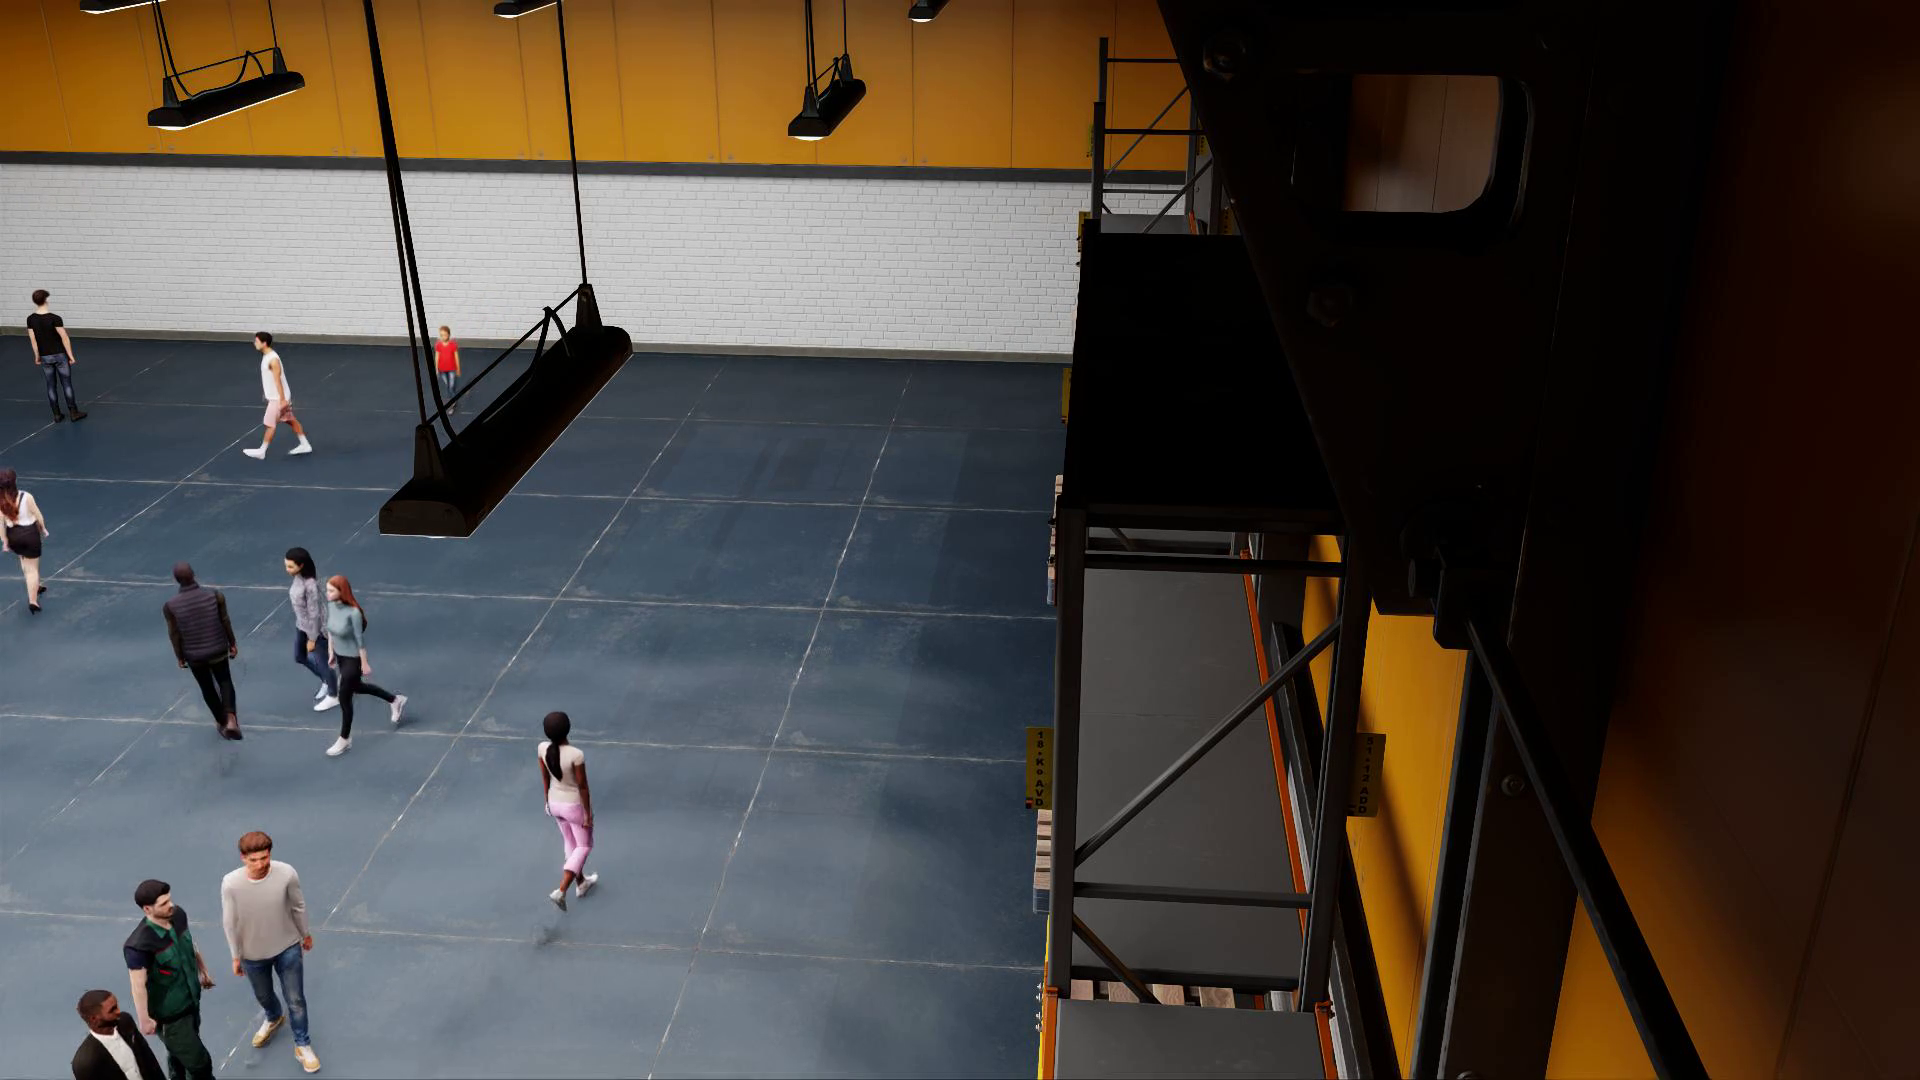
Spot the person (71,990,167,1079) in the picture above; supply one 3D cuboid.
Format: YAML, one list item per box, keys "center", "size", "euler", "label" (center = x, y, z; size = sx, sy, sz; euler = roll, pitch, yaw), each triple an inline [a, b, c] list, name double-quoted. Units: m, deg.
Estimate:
- center: [-5.072, 3.436, 9.955]
  size: [0.769, 1.754, 1.150]
  euler: [0, 24, 1]
  label: "person"

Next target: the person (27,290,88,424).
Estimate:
- center: [-12.878, -2.611, 23.613]
  size: [0.725, 1.895, 0.622]
  euler: [-2, 24, -5]
  label: "person"

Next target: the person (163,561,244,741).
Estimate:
- center: [-6.932, 1.080, 15.272]
  size: [0.976, 1.812, 1.077]
  euler: [-11, 26, -24]
  label: "person"

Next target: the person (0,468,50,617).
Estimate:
- center: [-10.082, 0.044, 17.878]
  size: [0.717, 1.624, 0.940]
  euler: [-5, 24, -11]
  label: "person"

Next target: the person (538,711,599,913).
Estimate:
- center: [-3.091, 2.133, 12.972]
  size: [0.736, 1.725, 0.995]
  euler: [9, 25, 19]
  label: "person"

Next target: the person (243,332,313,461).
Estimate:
- center: [-9.021, -1.924, 22.233]
  size: [1.057, 1.741, 1.133]
  euler: [-11, 26, -23]
  label: "person"

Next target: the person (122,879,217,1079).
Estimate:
- center: [-5.186, 3.005, 10.777]
  size: [0.779, 1.885, 0.753]
  euler: [0, 24, 1]
  label: "person"

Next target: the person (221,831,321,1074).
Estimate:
- center: [-4.747, 2.750, 11.372]
  size: [0.908, 1.876, 1.032]
  euler: [-6, 24, -14]
  label: "person"

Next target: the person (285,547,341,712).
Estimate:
- center: [-6.126, 0.822, 15.982]
  size: [0.801, 1.717, 0.749]
  euler: [-21, 31, -39]
  label: "person"

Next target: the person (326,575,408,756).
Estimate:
- center: [-5.562, 1.096, 15.355]
  size: [1.009, 1.717, 1.171]
  euler: [19, 30, 36]
  label: "person"

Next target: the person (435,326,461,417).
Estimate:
- center: [-7.398, -2.472, 24.061]
  size: [0.527, 1.280, 0.914]
  euler: [-1, 24, -2]
  label: "person"
